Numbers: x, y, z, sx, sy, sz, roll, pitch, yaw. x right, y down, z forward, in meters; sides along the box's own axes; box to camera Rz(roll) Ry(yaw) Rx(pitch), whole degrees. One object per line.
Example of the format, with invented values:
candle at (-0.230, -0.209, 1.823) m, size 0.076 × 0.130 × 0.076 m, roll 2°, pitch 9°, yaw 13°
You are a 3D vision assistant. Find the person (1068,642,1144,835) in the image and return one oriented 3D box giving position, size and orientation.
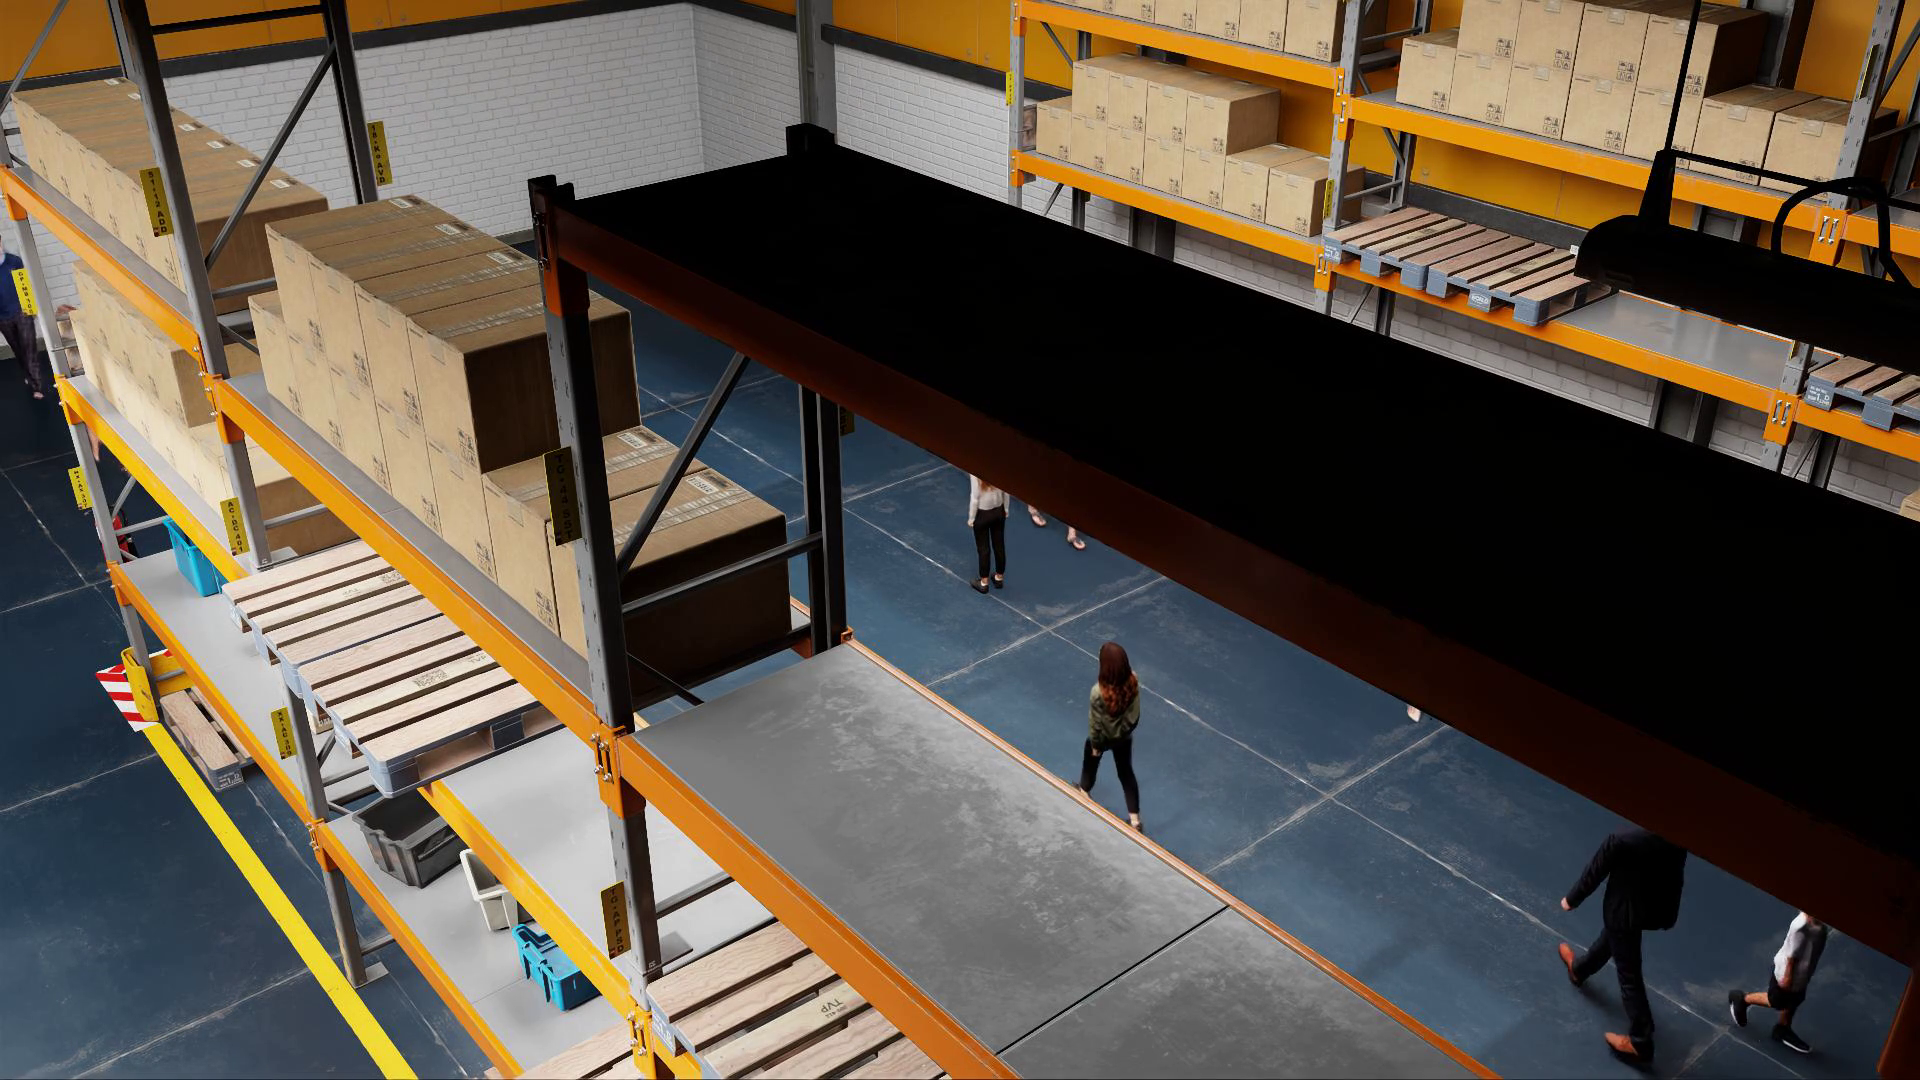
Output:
person at (1.092, 1.375, 11.402) m, size 0.702 × 1.445 × 1.029 m, roll -16°, pitch 32°, yaw -27°

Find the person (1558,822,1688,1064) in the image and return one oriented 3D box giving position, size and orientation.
person at (3.915, 2.208, 9.565) m, size 1.007 × 1.743 × 1.294 m, roll -9°, pitch 30°, yaw -16°

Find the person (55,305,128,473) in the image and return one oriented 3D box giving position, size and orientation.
person at (-8.528, -1.446, 16.314) m, size 1.153 × 1.694 × 0.939 m, roll 10°, pitch 30°, yaw 18°

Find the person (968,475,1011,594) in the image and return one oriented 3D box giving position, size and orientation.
person at (0.260, -0.233, 14.308) m, size 0.580 × 1.485 × 0.556 m, roll -14°, pitch 32°, yaw -24°

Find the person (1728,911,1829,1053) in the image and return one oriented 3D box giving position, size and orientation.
person at (4.814, 2.420, 9.692) m, size 0.481 × 1.249 × 0.693 m, roll -22°, pitch 36°, yaw -34°

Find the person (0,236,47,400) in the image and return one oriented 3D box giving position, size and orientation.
person at (-10.281, -2.458, 18.047) m, size 0.890 × 1.811 × 1.273 m, roll -13°, pitch 31°, yaw -22°
